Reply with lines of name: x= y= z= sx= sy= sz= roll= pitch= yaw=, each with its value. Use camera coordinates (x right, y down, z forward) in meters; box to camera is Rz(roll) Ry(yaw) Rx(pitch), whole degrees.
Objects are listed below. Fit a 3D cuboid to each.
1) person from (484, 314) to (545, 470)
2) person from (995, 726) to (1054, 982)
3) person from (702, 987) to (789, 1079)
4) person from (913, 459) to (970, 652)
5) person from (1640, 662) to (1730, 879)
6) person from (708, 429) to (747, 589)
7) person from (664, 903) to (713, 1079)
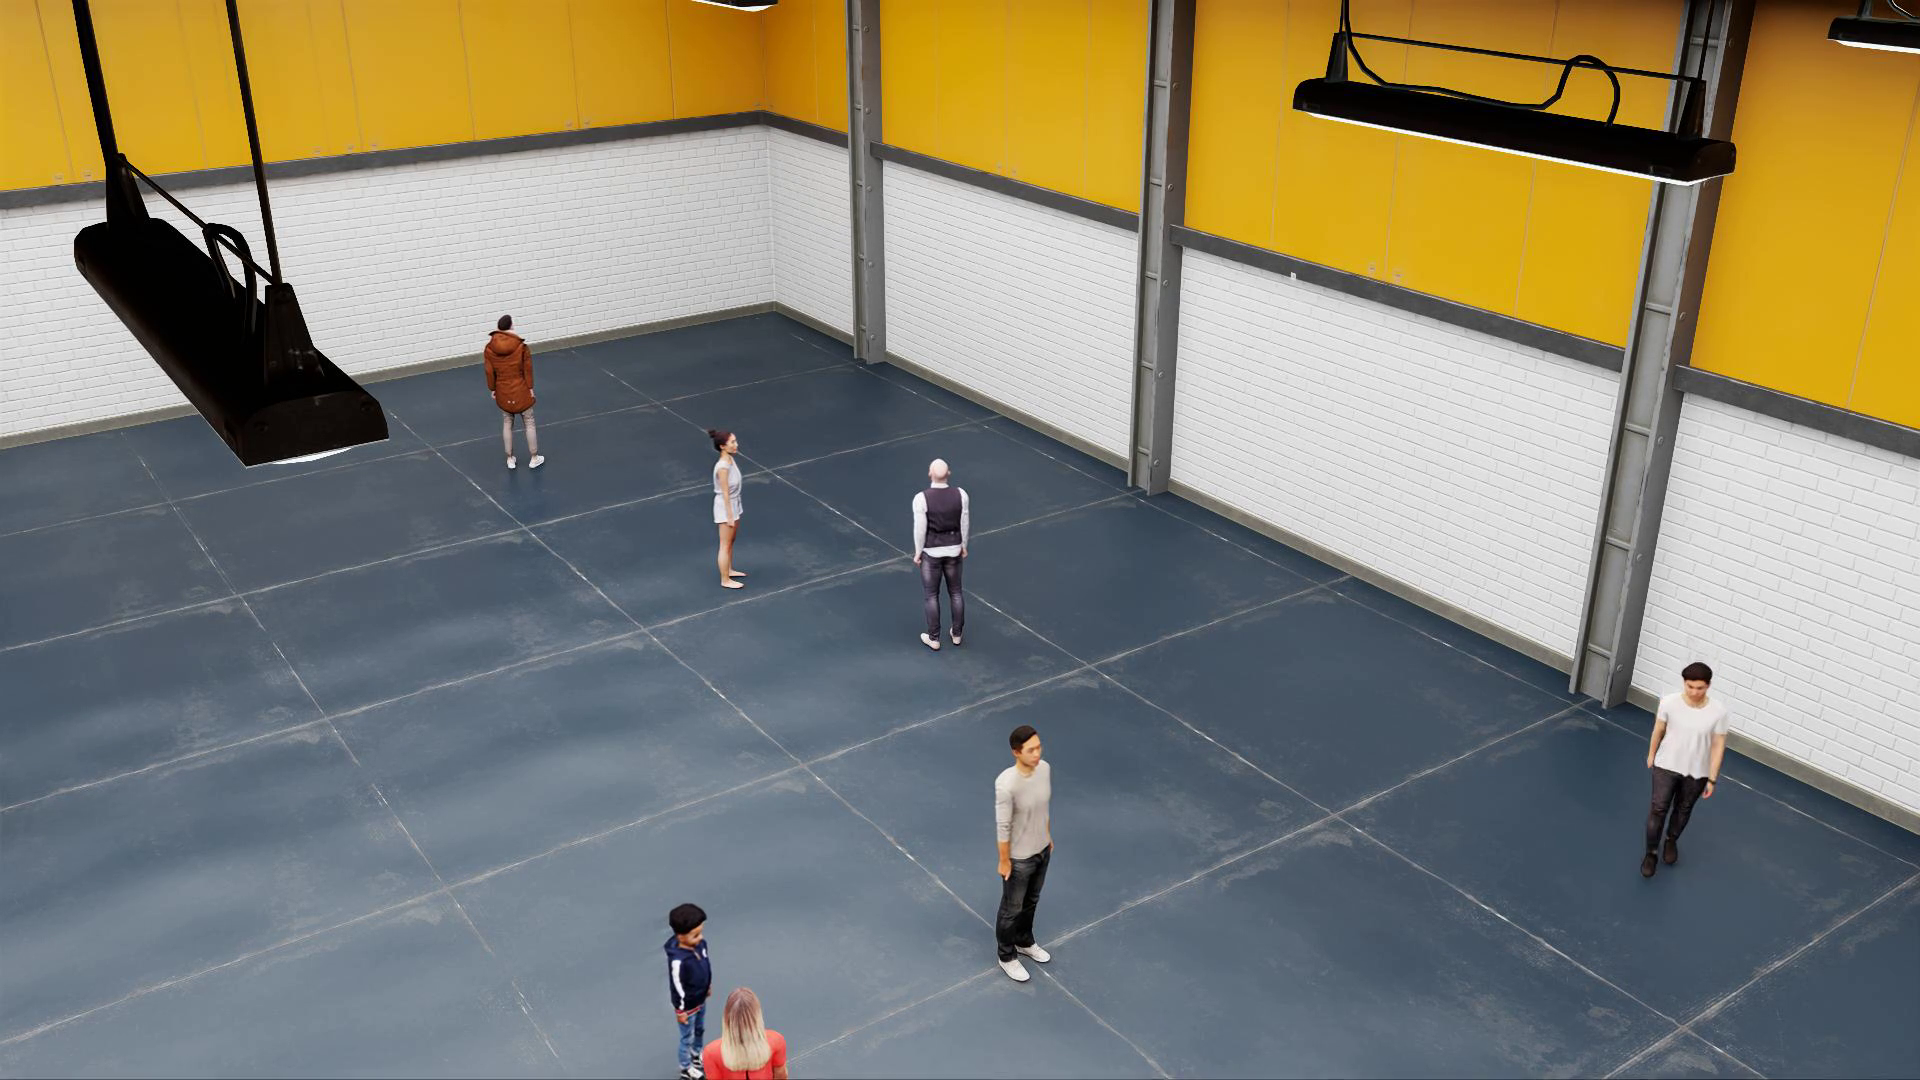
person: x=-5.203 y=-1.726 z=19.383 sx=0.841 sy=1.838 sz=0.881 roll=0 pitch=24 yaw=1
person: x=0.407 y=2.008 z=10.873 sx=0.634 sy=1.812 sz=0.713 roll=19 pitch=30 yaw=37
person: x=-1.097 y=3.039 z=8.662 sx=0.649 sy=1.694 sz=0.622 roll=-7 pitch=25 yaw=-16
person: x=-0.176 y=0.127 z=15.164 sx=0.745 sy=1.823 sz=0.690 roll=-8 pitch=25 yaw=-19
person: x=5.239 y=1.581 z=12.003 sx=0.873 sy=1.690 sz=0.899 roll=10 pitch=25 yaw=21
person: x=-2.298 y=-0.329 z=16.475 sx=0.709 sy=1.607 sz=0.623 roll=0 pitch=24 yaw=1
person: x=-1.627 y=2.714 z=9.993 sx=0.632 sy=1.223 sz=0.600 roll=11 pitch=26 yaw=23
